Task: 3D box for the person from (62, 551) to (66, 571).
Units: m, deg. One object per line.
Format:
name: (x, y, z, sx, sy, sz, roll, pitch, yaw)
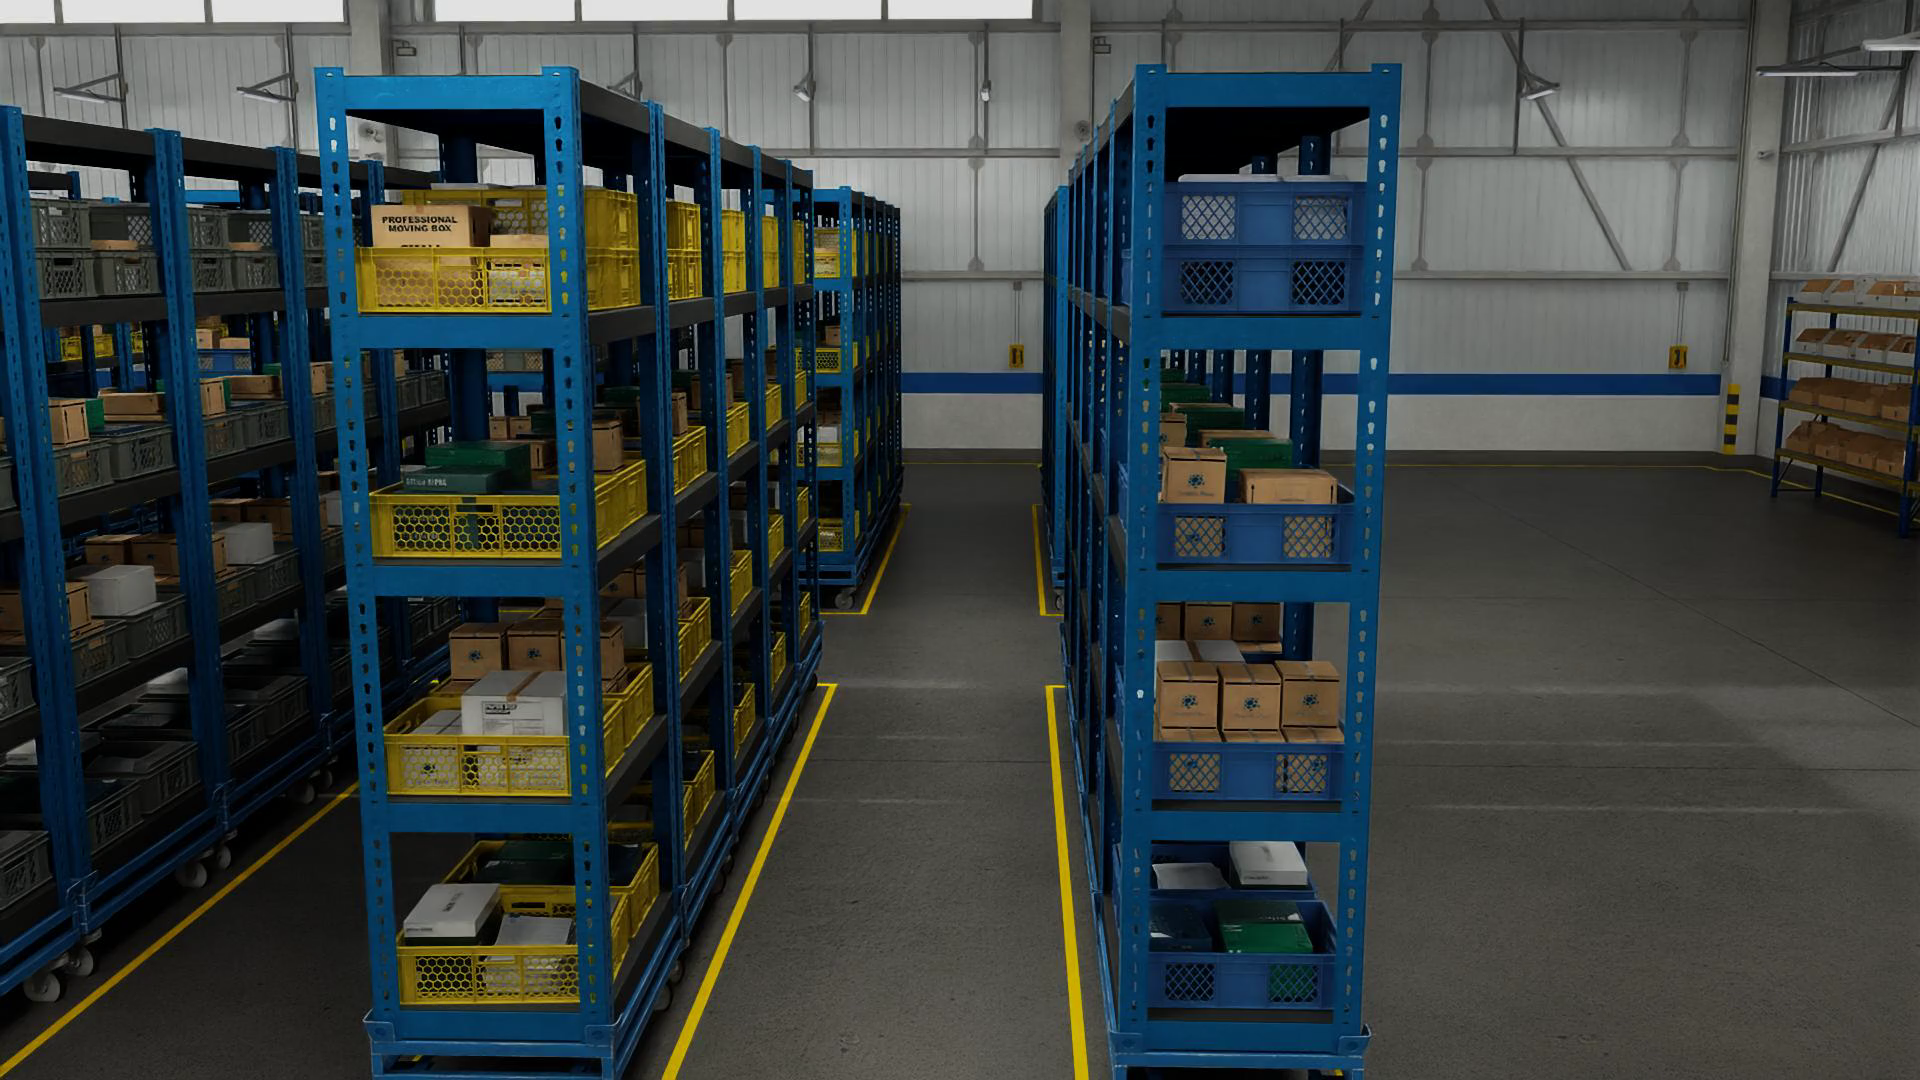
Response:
person: (-7.897, -0.296, 14.180, 0.372, 1.843, 0.570, 3, 10, 19)
